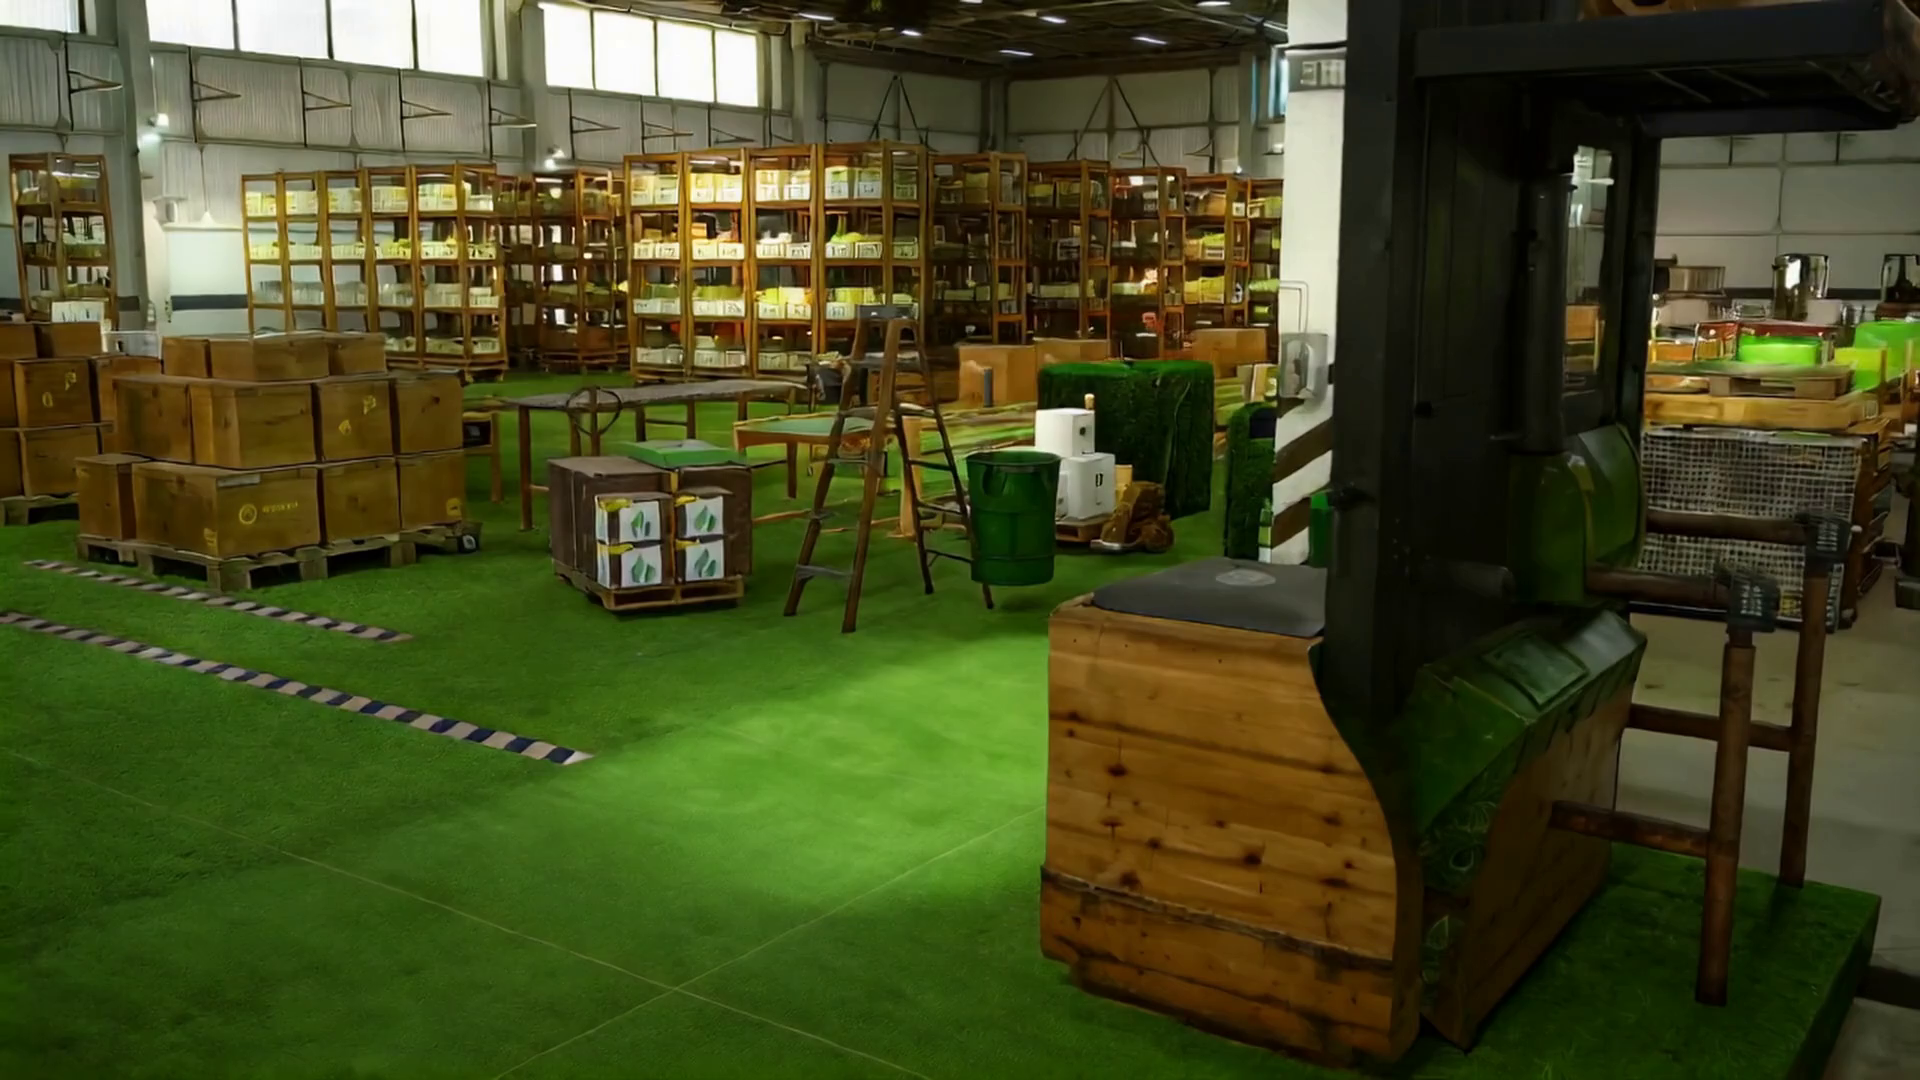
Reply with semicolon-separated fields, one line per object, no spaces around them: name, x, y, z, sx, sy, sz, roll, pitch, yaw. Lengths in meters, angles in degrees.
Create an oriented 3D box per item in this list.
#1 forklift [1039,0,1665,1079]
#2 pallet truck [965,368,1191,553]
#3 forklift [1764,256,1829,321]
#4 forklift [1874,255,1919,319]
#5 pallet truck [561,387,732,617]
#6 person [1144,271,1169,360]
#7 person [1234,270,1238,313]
forklift;1.249;-0.137;4.360;1.873;2.768;1.129;7;12;35
pallet truck;0.845;-0.609;11.869;1.630;1.274;0.653;7;12;35
forklift;20.253;-5.854;40.139;1.157;1.987;2.680;7;12;35
forklift;22.089;-5.634;38.796;1.157;1.987;2.680;6;11;33
pallet truck;-1.981;-0.274;10.088;0.680;1.201;1.601;-5;11;-28
person;3.786;-4.307;32.320;0.404;1.829;0.591;-9;13;-42
person;7.401;-6.491;45.272;0.571;1.845;0.382;-7;12;-36
